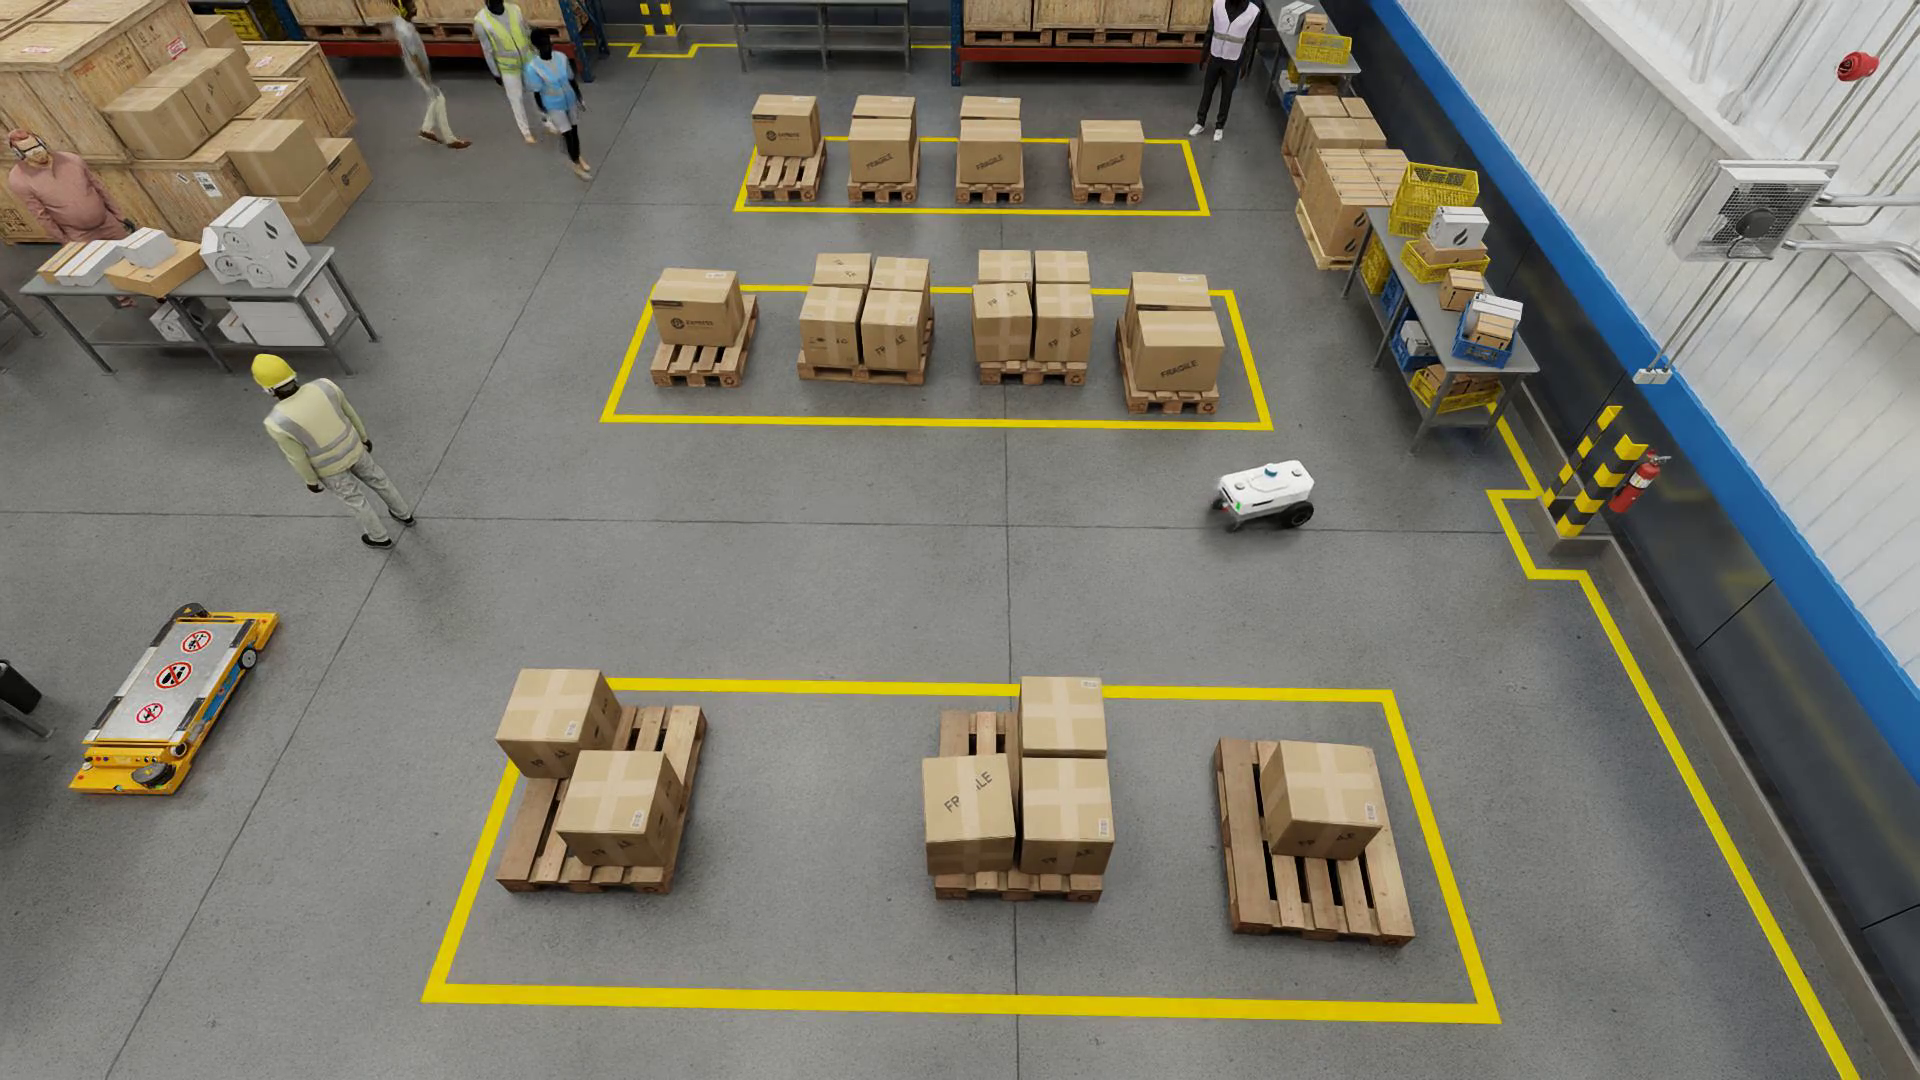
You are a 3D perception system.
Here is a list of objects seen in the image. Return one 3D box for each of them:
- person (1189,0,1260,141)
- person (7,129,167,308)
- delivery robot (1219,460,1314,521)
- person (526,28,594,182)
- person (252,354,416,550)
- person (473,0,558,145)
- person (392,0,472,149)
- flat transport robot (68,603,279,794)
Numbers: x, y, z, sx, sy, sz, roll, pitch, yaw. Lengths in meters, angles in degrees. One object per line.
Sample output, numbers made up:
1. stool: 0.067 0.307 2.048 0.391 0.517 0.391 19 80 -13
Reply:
1. person: 3.272 -5.945 11.309 0.597 1.916 0.370 21 53 17
2. person: -8.354 -3.005 8.827 0.402 1.910 0.638 23 53 18
3. delivery robot: 2.481 -0.421 7.461 0.707 0.478 0.477 -13 51 -10
4. person: -4.604 -5.063 10.712 0.612 1.677 0.554 28 55 22
5. person: -4.701 -0.641 6.874 0.403 1.834 0.589 18 52 14
6. person: -5.463 -5.830 11.275 0.432 1.831 0.643 35 58 26
7. person: -6.535 -5.648 11.111 0.521 1.843 0.548 -20 53 -16
8. flat transport robot: -5.504 1.072 6.442 0.652 0.197 1.431 1 50 1
